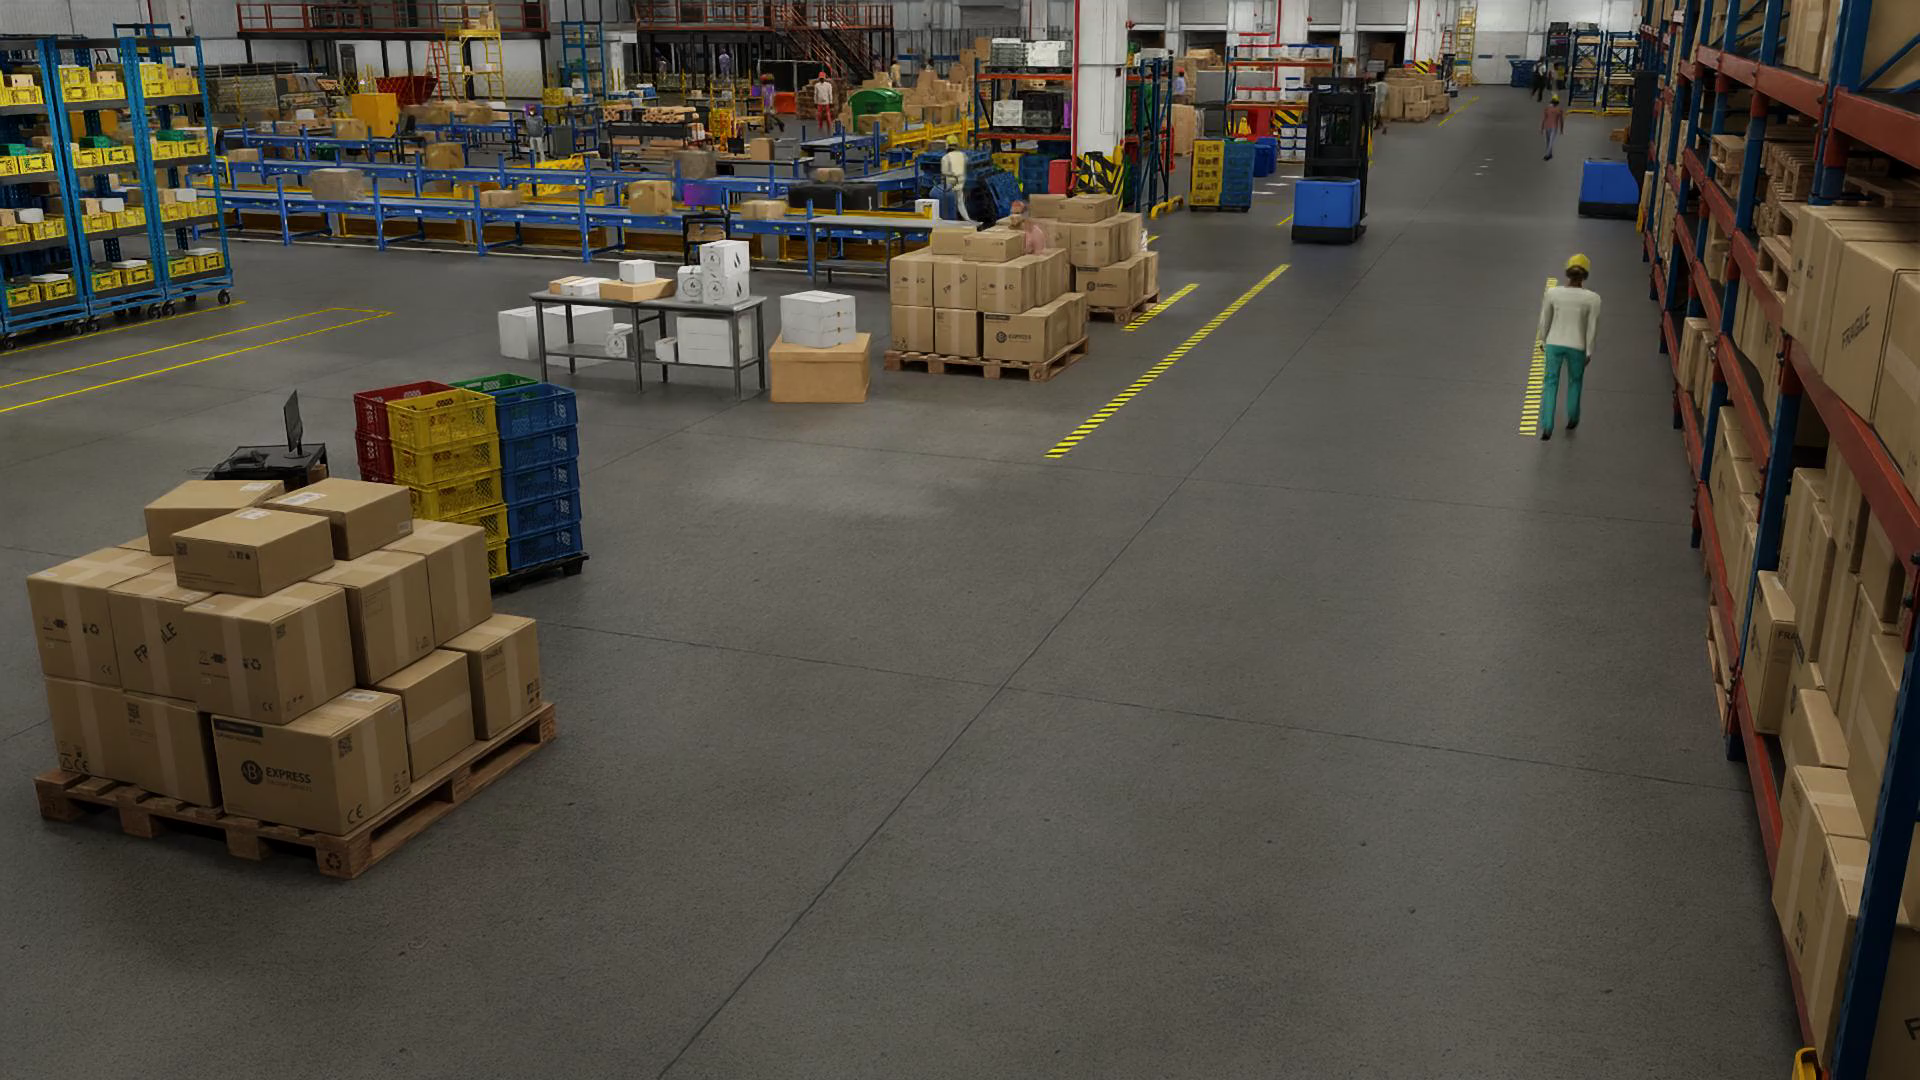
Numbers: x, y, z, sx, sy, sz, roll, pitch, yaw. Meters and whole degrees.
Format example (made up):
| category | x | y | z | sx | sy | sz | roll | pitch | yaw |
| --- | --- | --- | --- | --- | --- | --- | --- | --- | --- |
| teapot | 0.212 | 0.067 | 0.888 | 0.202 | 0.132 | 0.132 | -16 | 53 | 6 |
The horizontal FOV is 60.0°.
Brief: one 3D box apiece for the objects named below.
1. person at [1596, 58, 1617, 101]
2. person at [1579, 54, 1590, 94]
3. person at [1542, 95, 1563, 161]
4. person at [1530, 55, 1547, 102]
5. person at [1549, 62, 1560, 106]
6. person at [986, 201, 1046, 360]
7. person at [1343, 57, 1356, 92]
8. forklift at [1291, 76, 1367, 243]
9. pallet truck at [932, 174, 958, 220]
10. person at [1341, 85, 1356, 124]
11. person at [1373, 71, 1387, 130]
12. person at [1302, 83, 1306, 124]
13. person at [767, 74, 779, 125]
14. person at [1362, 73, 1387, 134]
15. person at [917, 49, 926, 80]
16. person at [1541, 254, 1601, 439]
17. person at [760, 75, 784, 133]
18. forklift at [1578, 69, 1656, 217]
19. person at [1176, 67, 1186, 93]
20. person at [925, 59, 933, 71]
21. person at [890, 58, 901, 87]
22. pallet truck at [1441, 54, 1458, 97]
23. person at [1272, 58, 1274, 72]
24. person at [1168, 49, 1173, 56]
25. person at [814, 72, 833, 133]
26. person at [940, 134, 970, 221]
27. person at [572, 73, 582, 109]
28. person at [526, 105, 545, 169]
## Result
| category | x | y | z | sx | sy | sz | roll | pitch | yaw |
| --- | --- | --- | --- | --- | --- | --- | --- | --- | --- |
| person | 29.207 | -20.717 | 74.891 | 0.990 | 1.870 | 0.617 | 8 | 19 | 22 |
| person | 30.080 | -22.378 | 80.017 | 0.493 | 1.924 | 0.657 | 4 | 18 | 14 |
| person | 16.118 | -11.220 | 45.288 | 0.541 | 1.726 | 0.900 | 14 | 22 | 36 |
| person | 25.866 | -20.554 | 74.099 | 0.536 | 2.000 | 0.706 | -10 | 20 | -29 |
| person | 25.359 | -19.396 | 70.816 | 0.699 | 1.825 | 0.381 | -16 | 23 | -40 |
| person | 0.693 | -2.958 | 19.112 | 0.652 | 1.859 | 0.989 | 12 | 21 | 33 |
| person | 18.260 | -21.630 | 77.782 | 0.776 | 1.860 | 0.581 | -4 | 18 | -11 |
| forklift | 6.598 | -6.755 | 29.381 | 1.129 | 2.768 | 1.873 | 6 | 19 | 19 |
| pallet truck | -0.507 | -5.292 | 27.348 | 0.653 | 1.274 | 1.630 | 6 | 19 | 19 |
| person | 12.851 | -14.278 | 54.981 | 0.538 | 1.677 | 0.686 | -2 | 18 | -5 |
| person | 14.259 | -14.978 | 56.727 | 0.629 | 1.945 | 0.425 | -13 | 22 | -36 |
| person | 11.477 | -14.789 | 56.187 | 0.370 | 1.916 | 0.597 | -6 | 18 | -17 |
| person | -6.781 | -15.636 | 59.053 | 0.879 | 1.803 | 0.593 | 2 | 18 | 6 |
| person | 13.509 | -14.257 | 54.432 | 0.638 | 1.987 | 1.012 | -16 | 24 | -41 |
| person | -2.183 | -27.463 | 96.170 | 0.716 | 1.823 | 0.526 | -3 | 18 | -9 |
| person | 5.801 | -1.857 | 15.869 | 0.535 | 1.725 | 0.880 | 9 | 20 | 26 |
| person | -6.287 | -14.515 | 55.375 | 0.835 | 1.896 | 0.587 | -12 | 21 | -32 |
| forklift | 13.219 | -7.740 | 32.475 | 1.873 | 2.768 | 1.129 | 6 | 19 | 18 |
| person | 8.267 | -16.694 | 62.170 | 0.734 | 1.915 | 0.575 | 10 | 20 | 28 |
| person | -1.309 | -20.604 | 74.546 | 1.024 | 1.859 | 0.595 | -4 | 18 | -14 |
| person | -2.968 | -21.035 | 75.876 | 0.540 | 1.867 | 1.039 | -8 | 19 | -23 |
| pallet truck | 22.765 | -21.886 | 78.355 | 0.823 | 1.965 | 1.885 | -4 | 18 | -14 |
| person | 16.677 | -24.994 | 88.417 | 0.520 | 1.816 | 0.954 | -15 | 23 | -40 |
| person | 11.898 | -26.798 | 94.060 | 0.446 | 1.829 | 0.654 | 11 | 21 | 31 |
| person | -4.540 | -14.538 | 55.308 | 0.626 | 1.982 | 0.426 | 3 | 18 | 10 |
| person | -0.095 | -6.371 | 29.919 | 0.601 | 1.811 | 0.772 | -12 | 21 | -34 |
| person | -14.690 | -17.170 | 63.996 | 0.810 | 1.711 | 0.493 | 6 | 19 | 18 |
| person | -10.832 | -10.267 | 42.457 | 0.494 | 1.624 | 0.283 | 4 | 18 | 13 |
